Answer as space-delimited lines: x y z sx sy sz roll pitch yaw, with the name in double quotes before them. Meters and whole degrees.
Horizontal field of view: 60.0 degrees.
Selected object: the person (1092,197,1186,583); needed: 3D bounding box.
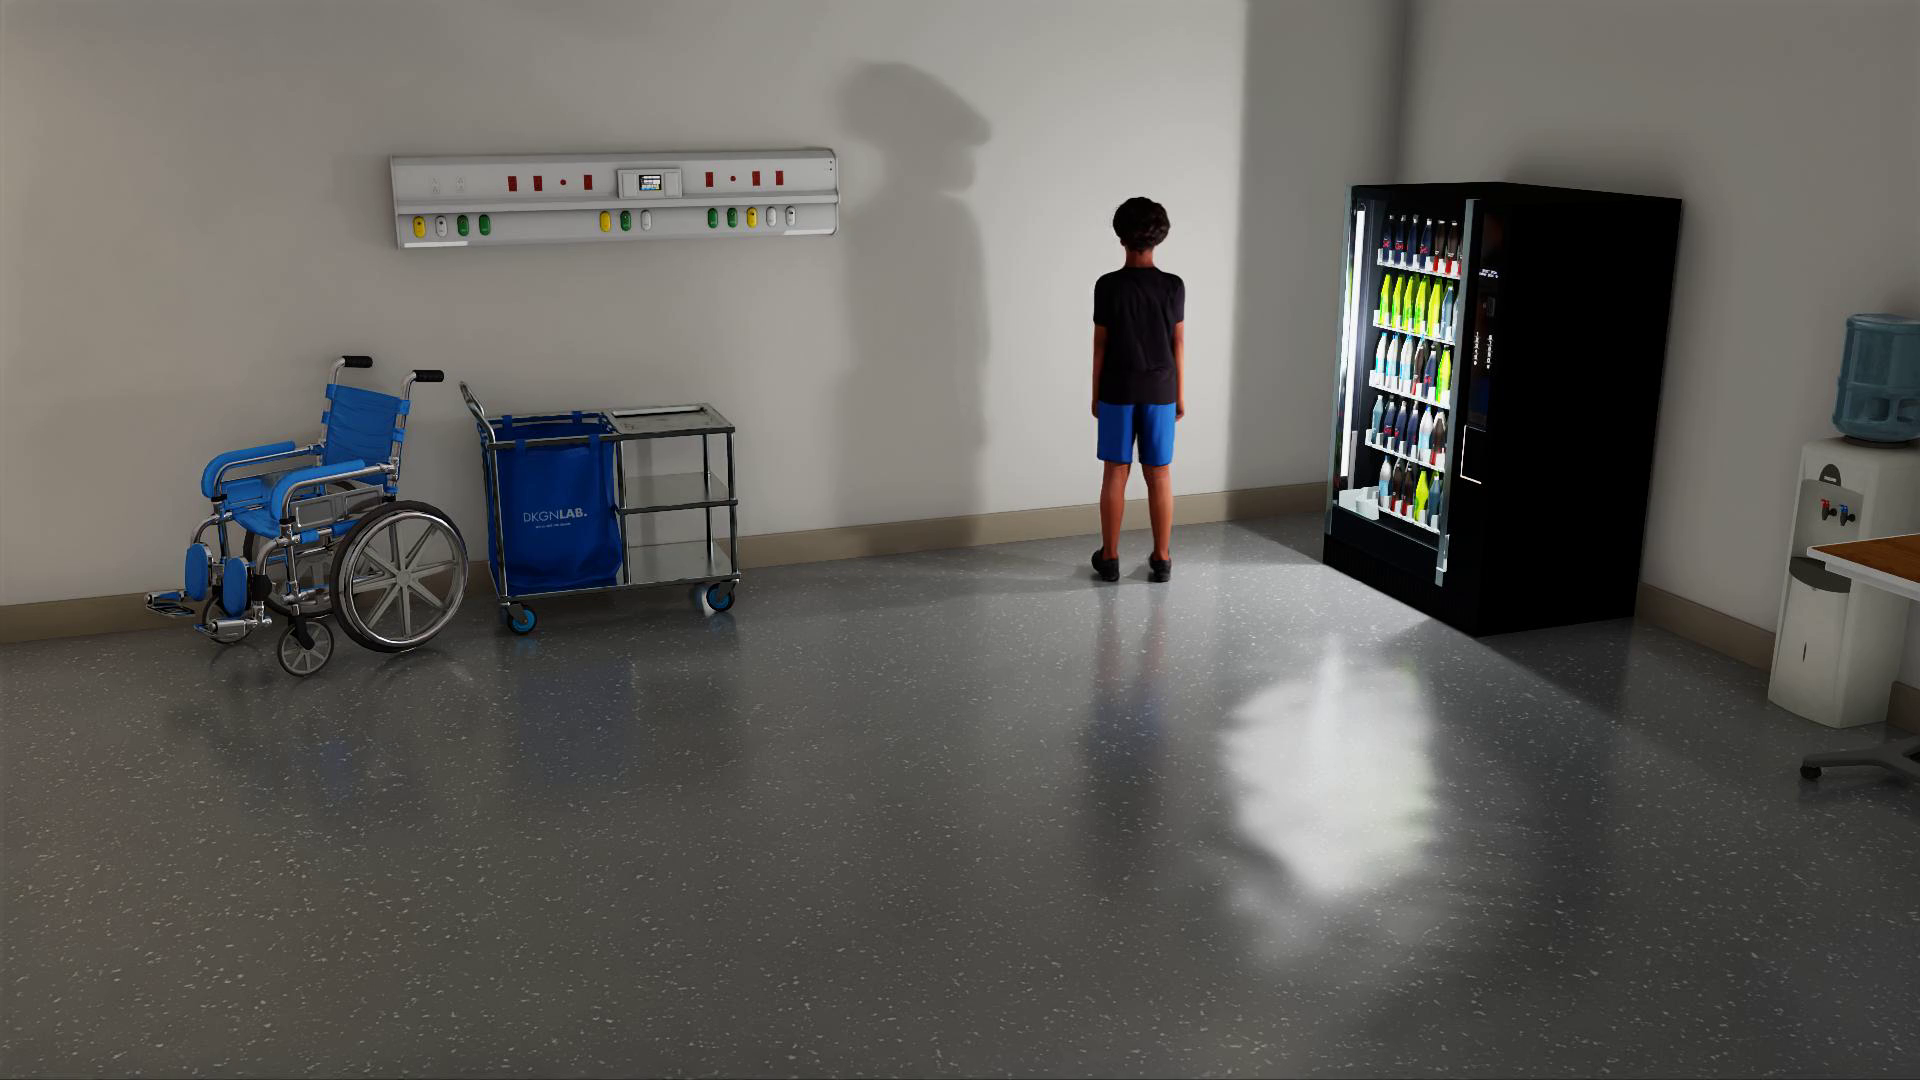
"person" 0.830 -0.693 7.780 0.665 1.791 0.656 0 16 0
